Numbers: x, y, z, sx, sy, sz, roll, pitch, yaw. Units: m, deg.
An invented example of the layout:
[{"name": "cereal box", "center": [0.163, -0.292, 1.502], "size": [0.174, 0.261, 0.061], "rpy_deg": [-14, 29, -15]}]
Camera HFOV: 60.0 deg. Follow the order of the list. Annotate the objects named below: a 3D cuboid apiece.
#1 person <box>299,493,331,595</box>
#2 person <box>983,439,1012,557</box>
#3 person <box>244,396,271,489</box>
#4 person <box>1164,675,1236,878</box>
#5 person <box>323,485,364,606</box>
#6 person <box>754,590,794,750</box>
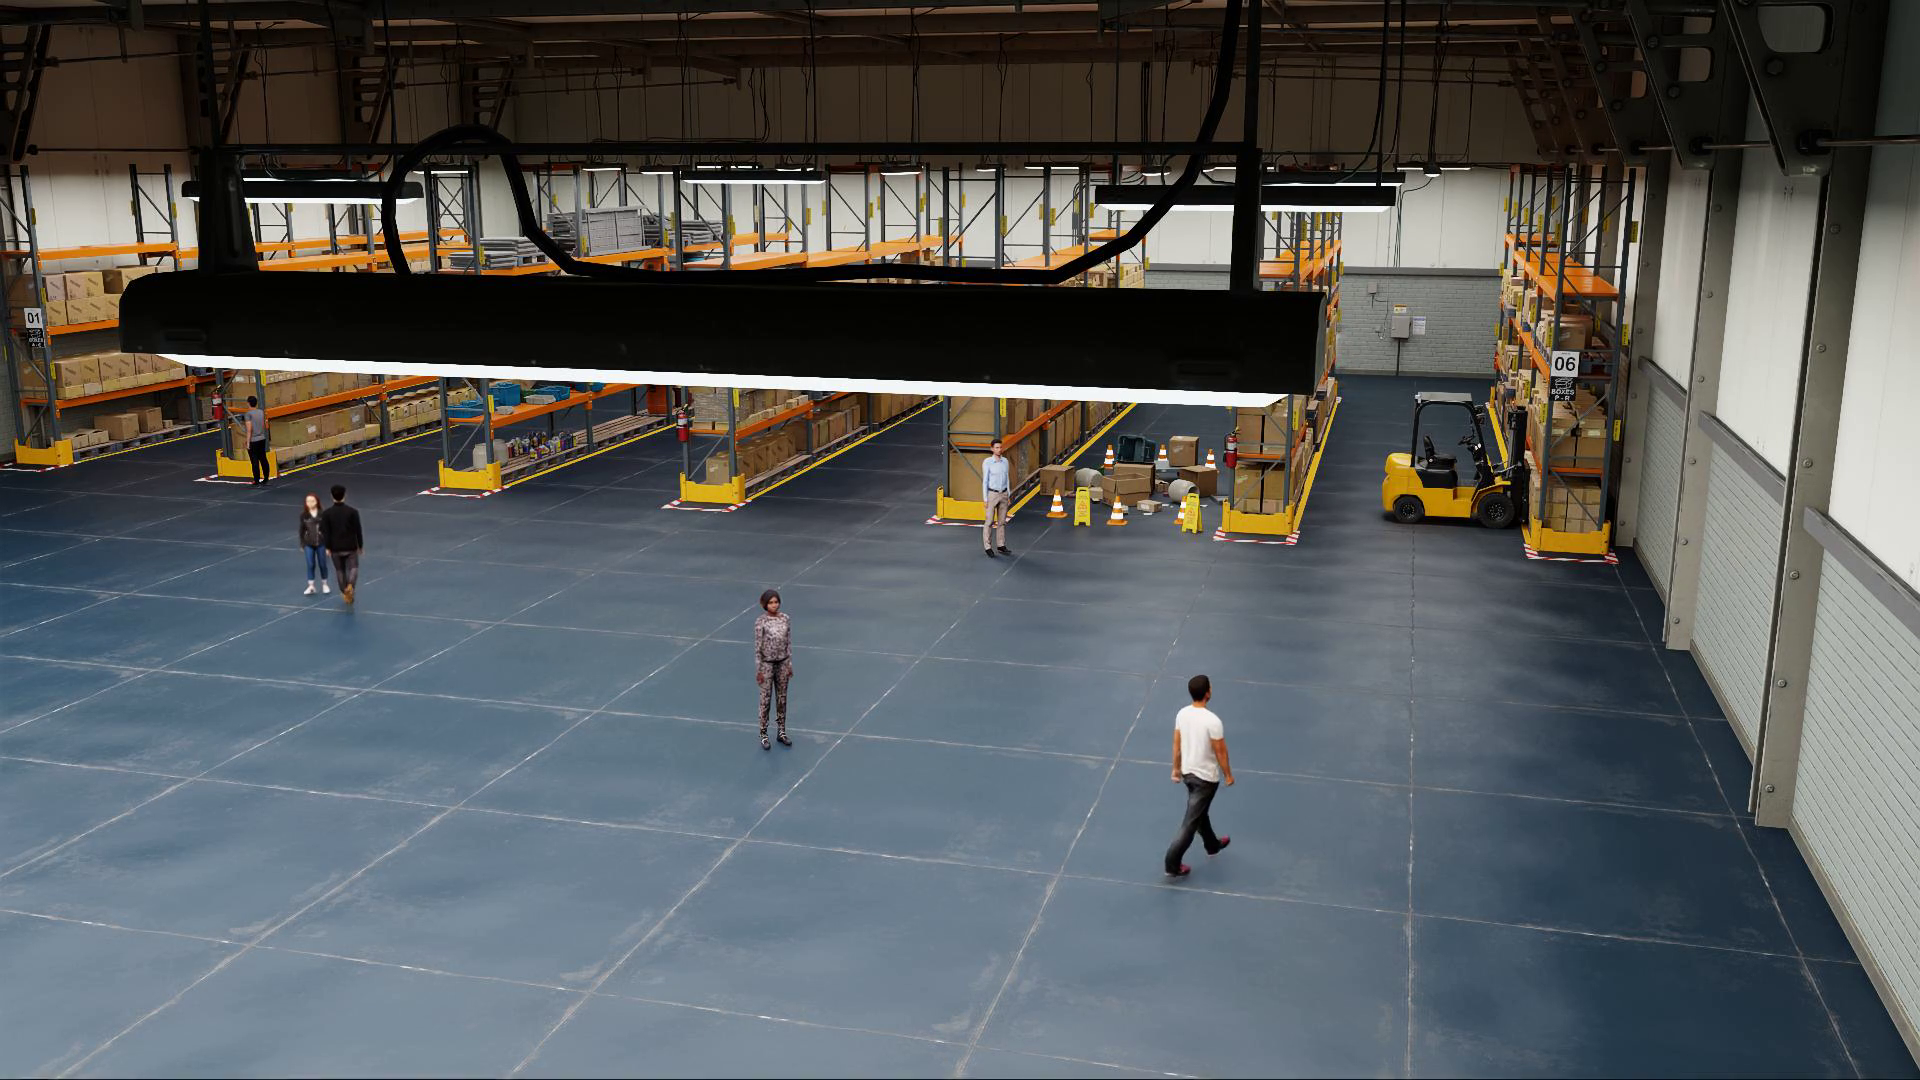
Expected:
[{"name": "person", "center": [-9.295, 0.041, 23.975], "size": [0.635, 1.483, 0.639], "rpy_deg": [-3, 13, -13]}, {"name": "person", "center": [0.587, -0.691, 26.334], "size": [0.752, 1.846, 0.808], "rpy_deg": [-7, 15, -28]}, {"name": "person", "center": [-13.420, -1.888, 31.705], "size": [0.666, 1.755, 0.481], "rpy_deg": [4, 14, 16]}, {"name": "person", "center": [2.024, 2.092, 14.497], "size": [1.222, 1.764, 1.096], "rpy_deg": [-9, 16, -35]}, {"name": "person", "center": [-8.620, 0.088, 23.264], "size": [0.891, 1.713, 0.998], "rpy_deg": [-4, 14, -18]}, {"name": "person", "center": [-1.990, 1.365, 17.749], "size": [0.680, 1.714, 0.739], "rpy_deg": [-7, 15, -29]}]
